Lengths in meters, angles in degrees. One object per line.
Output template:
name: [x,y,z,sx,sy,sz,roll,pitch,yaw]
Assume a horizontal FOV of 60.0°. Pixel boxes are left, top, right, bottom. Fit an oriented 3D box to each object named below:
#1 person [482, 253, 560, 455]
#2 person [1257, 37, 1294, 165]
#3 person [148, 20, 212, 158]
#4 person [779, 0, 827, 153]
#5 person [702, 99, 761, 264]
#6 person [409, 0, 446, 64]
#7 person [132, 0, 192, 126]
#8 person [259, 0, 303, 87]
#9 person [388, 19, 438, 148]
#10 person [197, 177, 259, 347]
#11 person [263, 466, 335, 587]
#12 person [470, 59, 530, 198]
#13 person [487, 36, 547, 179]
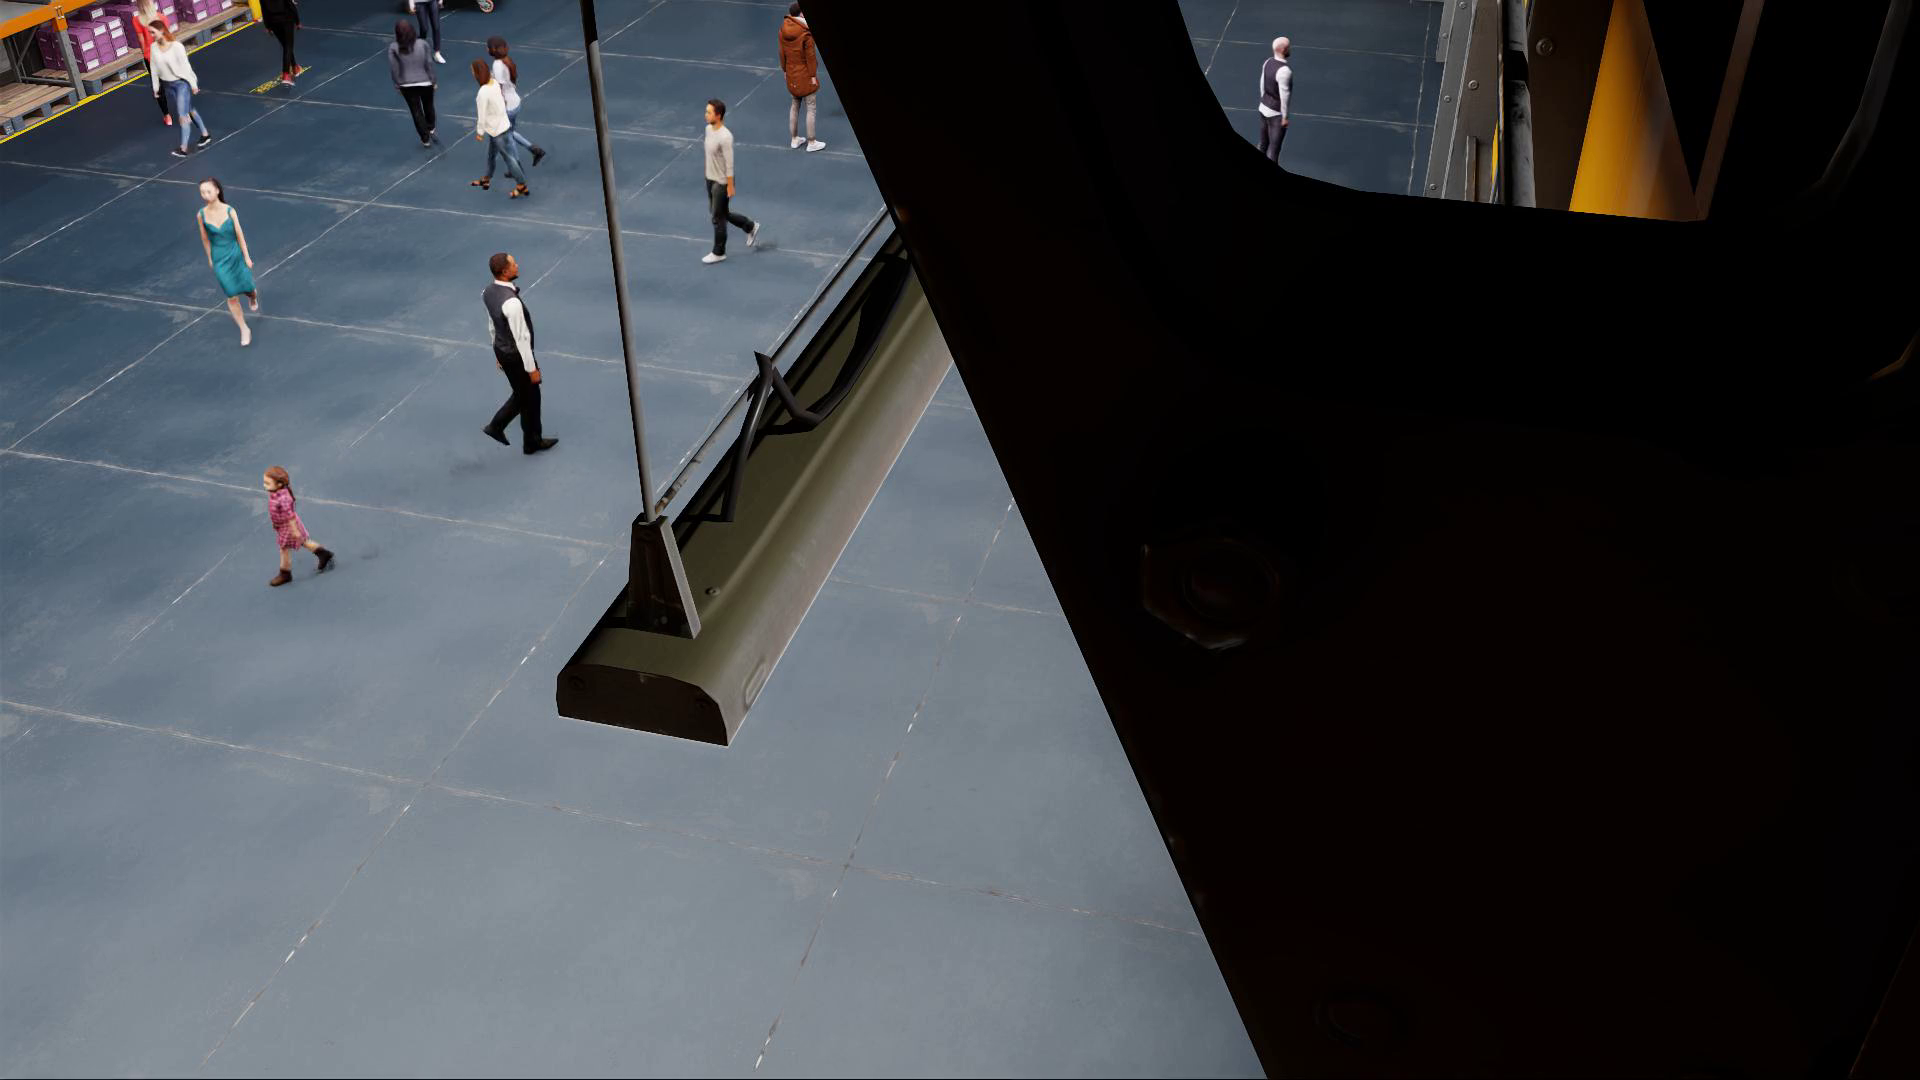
person: [-3.912,-1.557,14.371,1.033,1.905,0.961,-21,39,-28]
person: [3.713,-5.034,19.677,0.847,1.822,0.748,-11,35,-16]
person: [-9.732,-5.669,20.795,0.681,1.642,1.108,6,34,9]
person: [-1.989,-5.801,20.818,0.814,1.837,0.827,22,40,30]
person: [-2.518,-3.905,18.000,1.069,1.798,1.011,-18,38,-25]
person: [-7.681,-7.708,23.815,0.774,1.695,0.846,-24,40,-31]
person: [-10.407,-6.274,21.658,0.676,1.694,0.706,-12,35,-17]
person: [-9.360,-7.076,22.915,0.804,1.638,1.162,0,34,-1]
person: [-6.851,-5.743,20.968,0.982,1.573,1.068,-13,36,-19]
person: [-7.186,-2.774,16.419,0.812,1.664,0.985,-7,34,-10]
person: [-5.232,-0.144,13.051,0.786,1.014,0.695,-21,39,-28]
person: [-5.331,-4.798,19.474,0.821,1.655,0.953,2,34,4]
person: [-5.344,-5.208,20.043,0.793,1.707,0.773,-2,34,-3]
